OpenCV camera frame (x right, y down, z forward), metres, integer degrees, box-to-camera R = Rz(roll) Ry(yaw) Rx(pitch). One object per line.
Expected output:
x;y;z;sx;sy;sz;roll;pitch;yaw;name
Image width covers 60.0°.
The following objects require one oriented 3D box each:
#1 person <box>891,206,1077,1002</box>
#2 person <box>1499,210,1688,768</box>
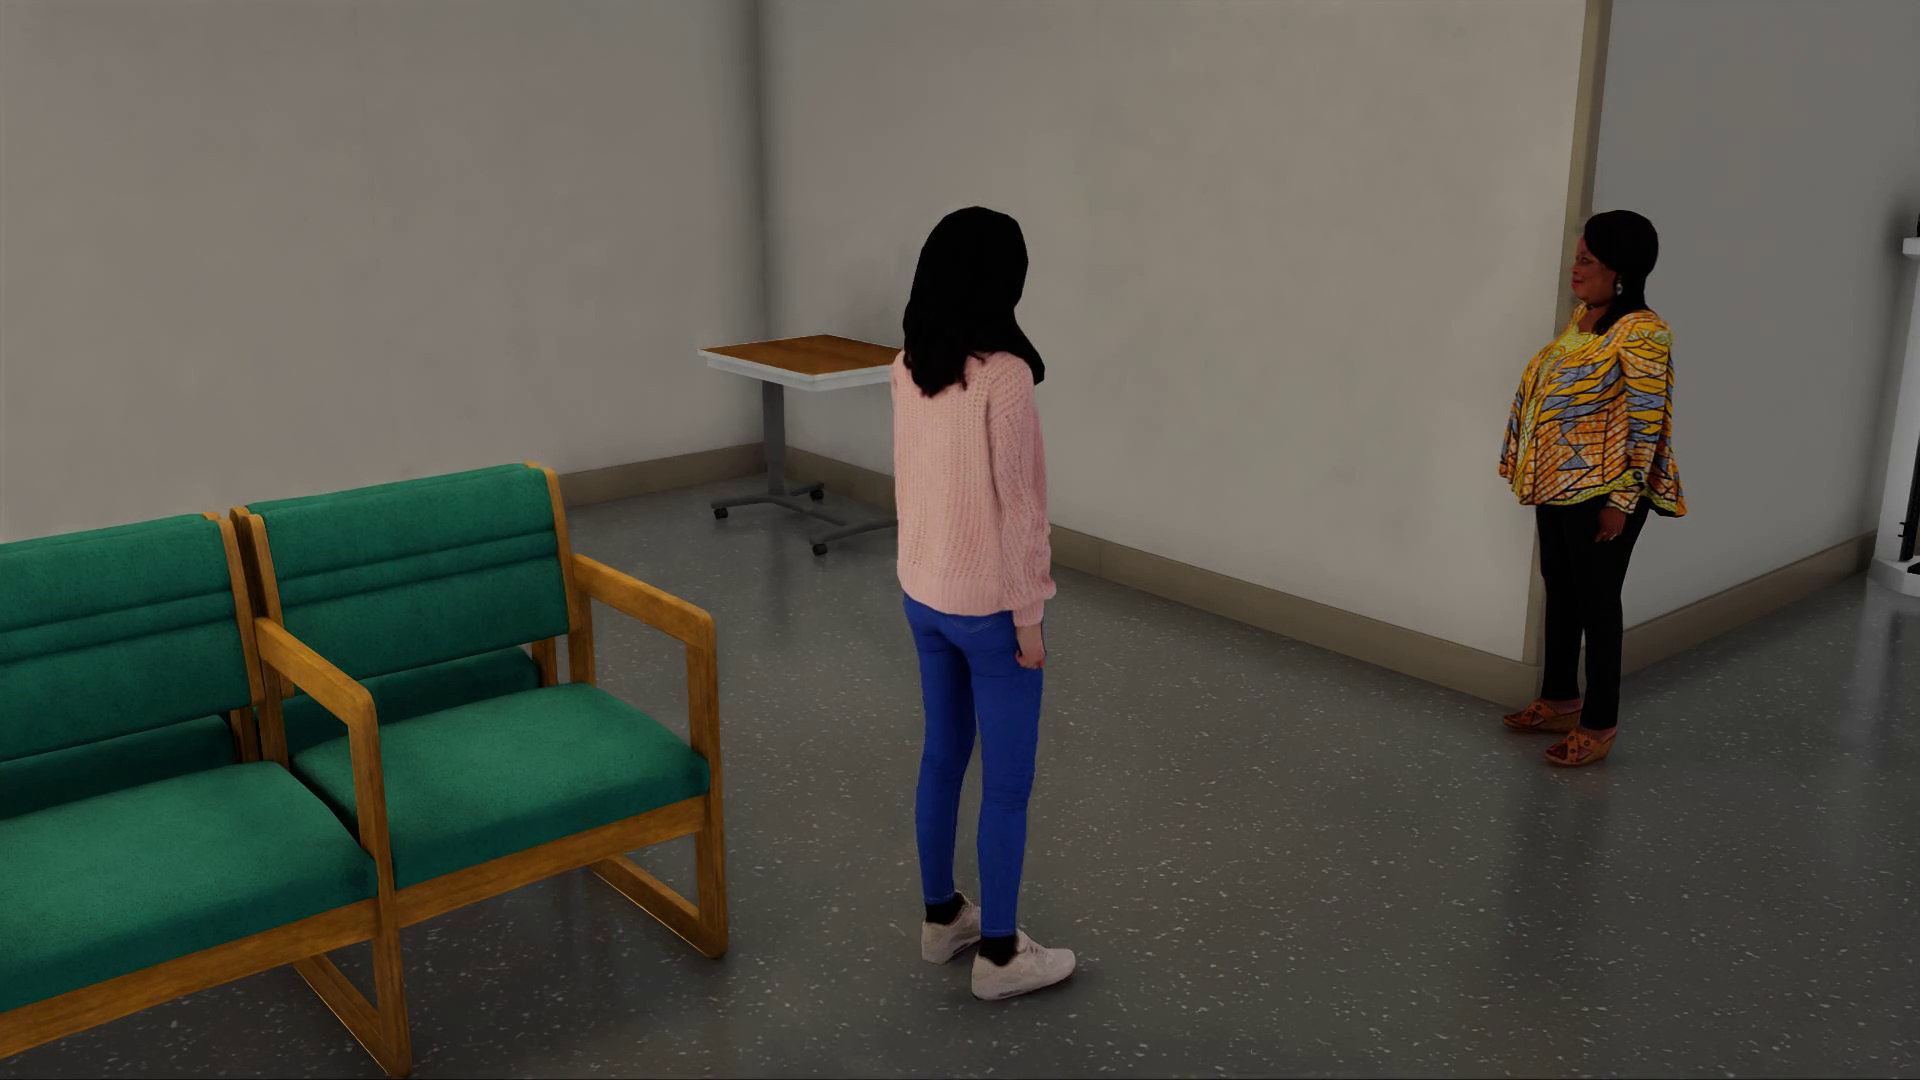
0.002;0.154;3.683;0.734;1.770;0.509;-11;19;-33;person
1.892;-0.149;4.967;0.934;1.655;0.865;-2;16;-6;person
